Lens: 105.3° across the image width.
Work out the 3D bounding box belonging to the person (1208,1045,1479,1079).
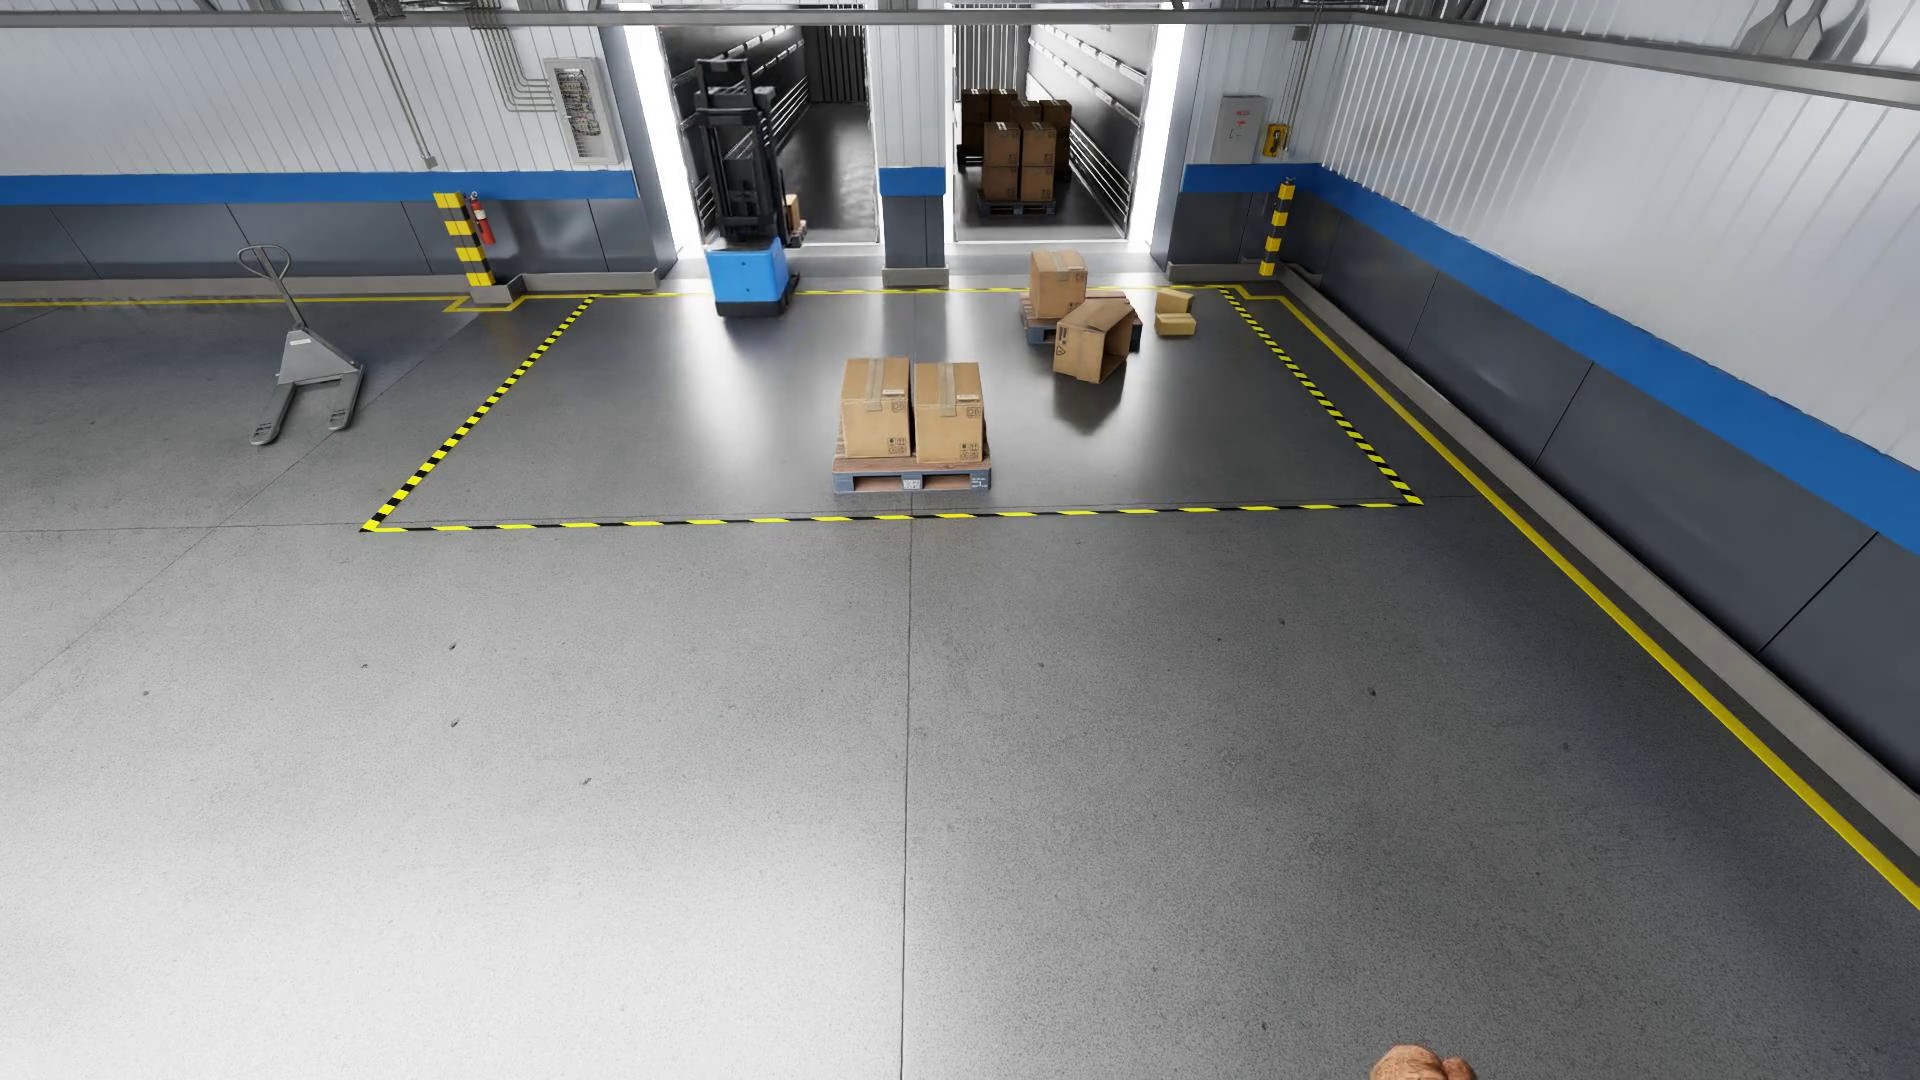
[{"bbox_3d":[0.881,1.620,1.848,0.529,1.595,0.864,12,40,14],"label":"person"}]

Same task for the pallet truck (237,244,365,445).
[{"bbox_3d":[-5.915,-1.733,6.366,0.680,1.201,1.601,-18,42,-21],"label":"pallet truck"}]

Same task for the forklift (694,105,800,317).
[{"bbox_3d":[-2.379,-3.529,7.983,0.716,2.013,0.776,-1,38,-1],"label":"forklift"}]
